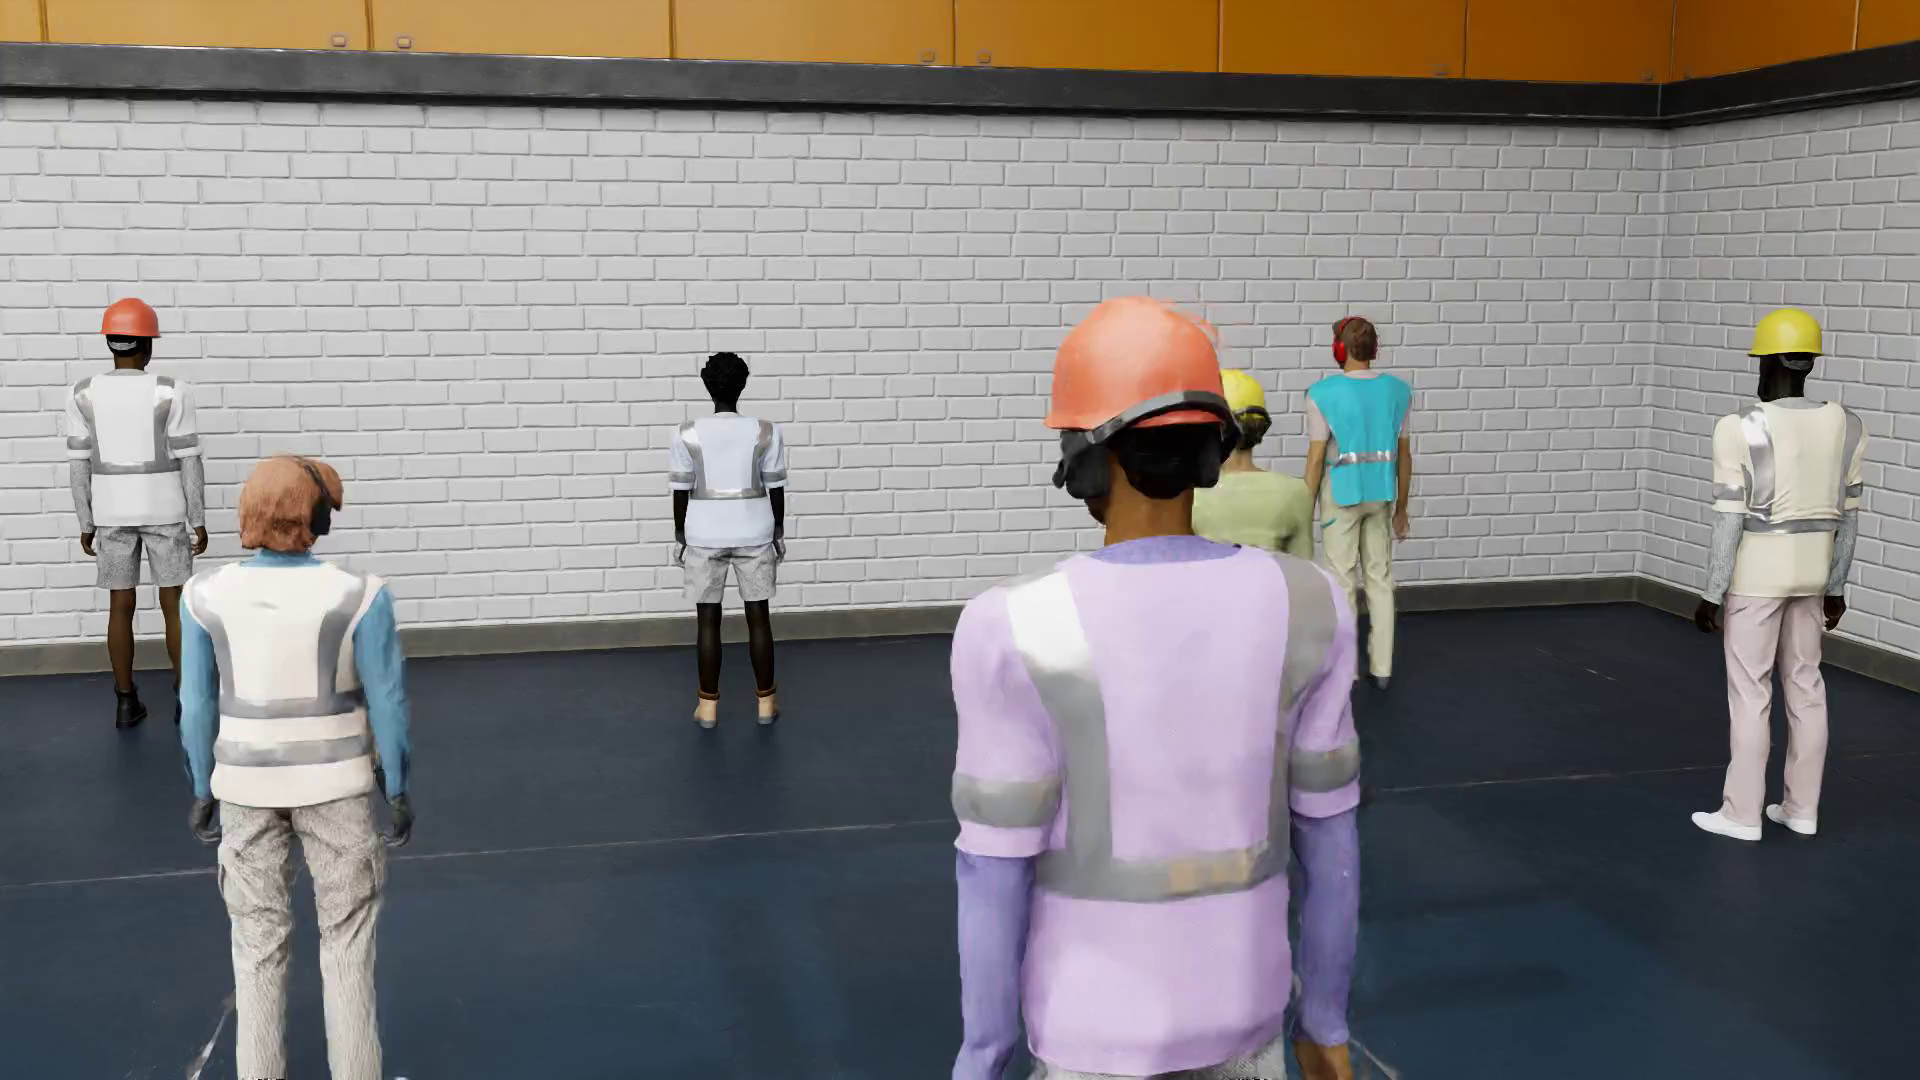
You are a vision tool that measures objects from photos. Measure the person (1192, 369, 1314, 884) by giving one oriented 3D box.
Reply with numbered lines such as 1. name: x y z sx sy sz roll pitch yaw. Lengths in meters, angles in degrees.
1. person: 0.849 0.349 5.209 0.549 1.760 0.349 -3 10 -18

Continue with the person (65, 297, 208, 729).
1. person: -3.693 -0.119 7.518 0.551 1.934 0.373 -2 10 -12

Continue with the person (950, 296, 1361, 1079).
1. person: 0.286 0.675 2.452 0.652 2.030 0.435 -3 10 -18

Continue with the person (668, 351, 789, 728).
1. person: -1.040 0.001 7.513 0.540 1.695 0.317 -2 10 -12

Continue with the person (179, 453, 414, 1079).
1. person: -1.591 0.615 3.999 0.544 1.628 0.340 -1 9 -3

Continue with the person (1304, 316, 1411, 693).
1. person: 1.952 -0.163 8.132 0.607 1.832 0.382 -3 10 -18

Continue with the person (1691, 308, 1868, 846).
1. person: 2.924 0.136 5.995 0.594 1.924 0.381 -2 10 -12
